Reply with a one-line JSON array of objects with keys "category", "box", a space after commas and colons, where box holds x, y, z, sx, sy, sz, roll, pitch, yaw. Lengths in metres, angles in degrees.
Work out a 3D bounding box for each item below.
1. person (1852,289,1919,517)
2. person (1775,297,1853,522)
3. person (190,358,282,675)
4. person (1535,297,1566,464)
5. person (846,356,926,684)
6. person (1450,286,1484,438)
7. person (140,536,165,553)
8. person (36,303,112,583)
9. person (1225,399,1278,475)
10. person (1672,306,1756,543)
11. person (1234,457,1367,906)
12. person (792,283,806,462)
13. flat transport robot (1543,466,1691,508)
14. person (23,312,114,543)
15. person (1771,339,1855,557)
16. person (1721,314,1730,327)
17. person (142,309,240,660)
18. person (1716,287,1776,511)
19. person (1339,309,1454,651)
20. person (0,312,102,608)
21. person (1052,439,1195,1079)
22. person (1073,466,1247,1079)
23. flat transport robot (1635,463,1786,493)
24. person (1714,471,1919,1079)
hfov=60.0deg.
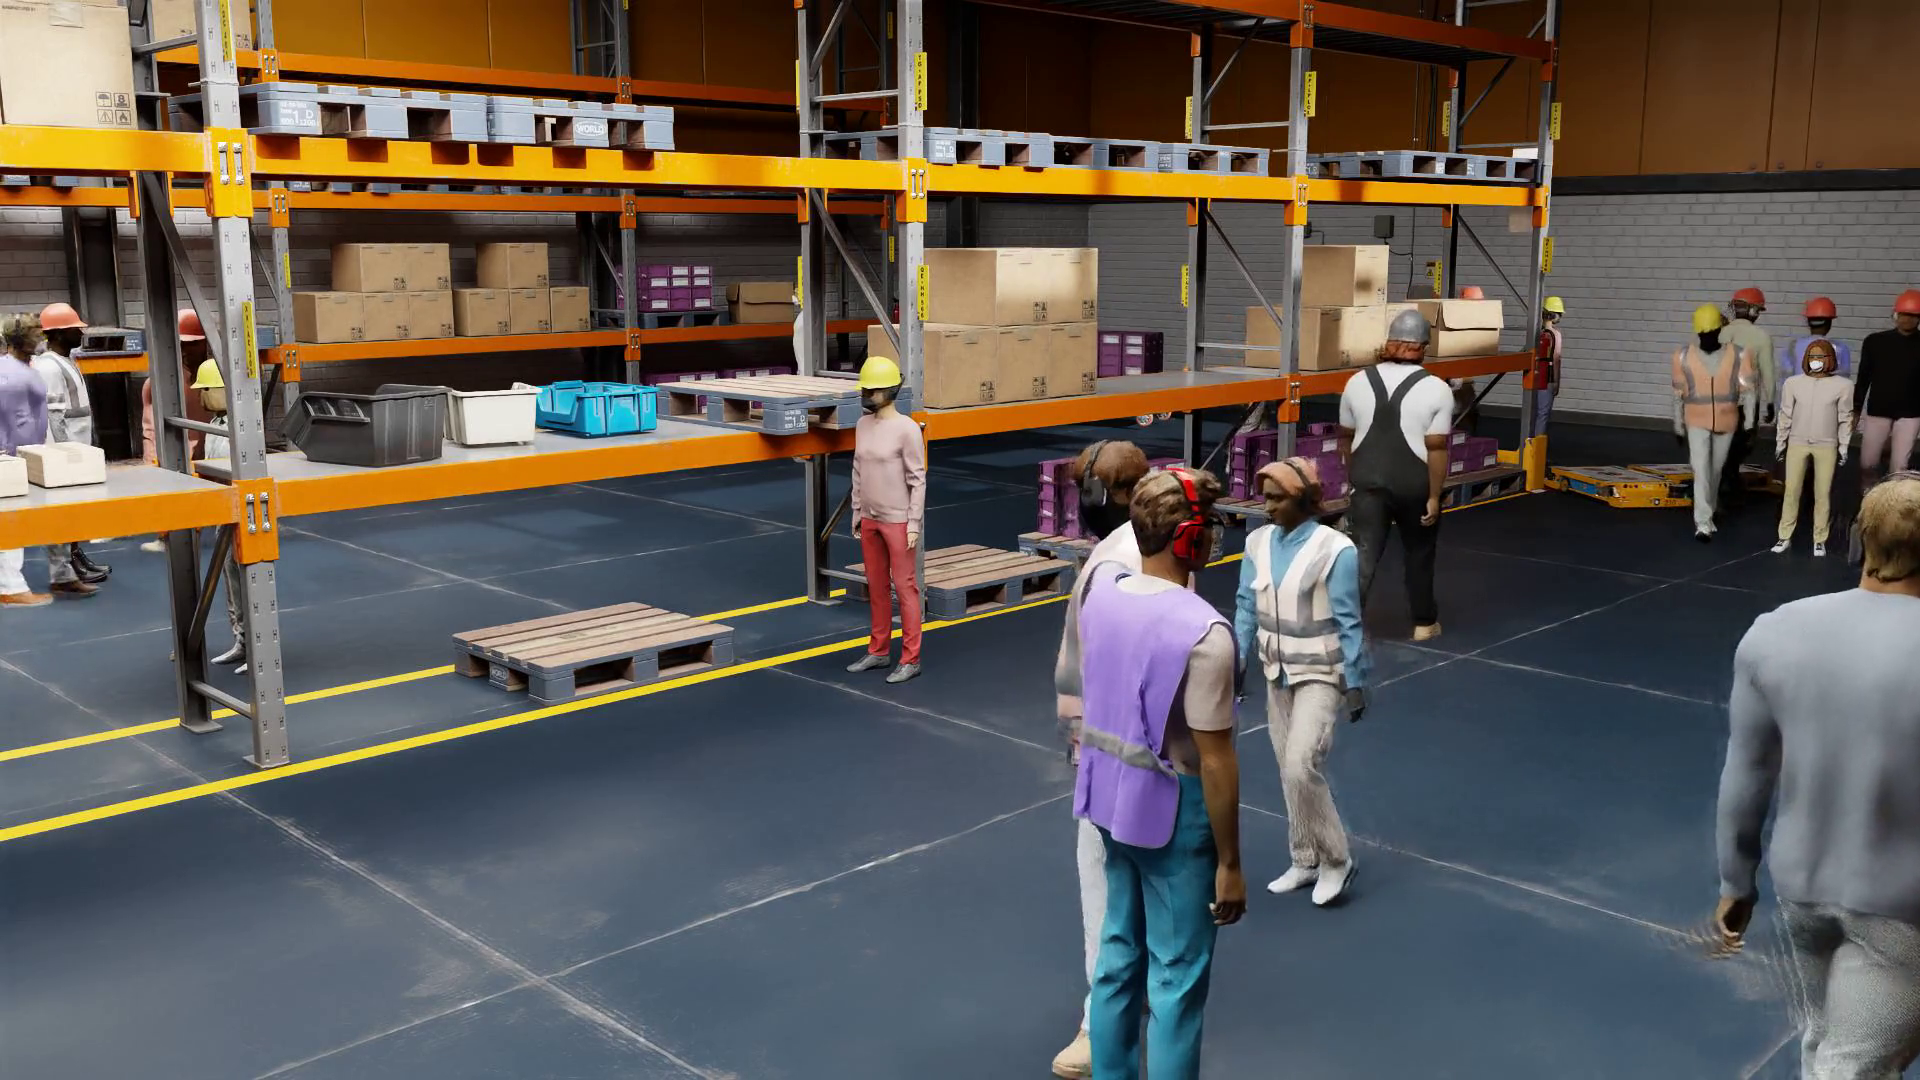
[{"category": "person", "box": [7.568, -1.034, 13.460, 0.628, 1.977, 0.570, 6, 12, 29]}, {"category": "person", "box": [7.181, -1.092, 14.036, 0.941, 1.908, 0.544, -6, 12, -30]}, {"category": "person", "box": [-4.001, -0.129, 9.167, 0.321, 1.740, 0.490, -10, 14, -43]}, {"category": "person", "box": [6.196, -1.688, 17.619, 0.332, 1.761, 0.525, -3, 11, -14]}, {"category": "person", "box": [-0.411, -0.108, 8.987, 0.322, 1.765, 0.533, -10, 14, -42]}, {"category": "person", "box": [5.034, -1.644, 17.016, 0.907, 1.906, 0.543, 4, 11, 19]}, {"category": "person", "box": [-5.889, -0.820, 12.712, 0.755, 1.826, 0.522, -5, 11, -24]}, {"category": "person", "box": [-6.180, -0.670, 11.566, 0.353, 1.942, 0.546, -3, 11, -18]}, {"category": "person", "box": [3.035, -1.429, 16.698, 0.835, 1.575, 0.537, -3, 11, -14]}, {"category": "person", "box": [5.951, -0.926, 13.207, 0.601, 1.850, 1.041, 3, 11, 16]}, {"category": "person", "box": [1.223, 0.507, 6.011, 0.388, 1.623, 0.527, -6, 12, -32]}, {"category": "person", "box": [-1.625, -1.798, 17.726, 0.372, 1.940, 0.630, -2, 11, -10]}, {"category": "flat transport robot", "box": [5.987, -0.501, 15.208, 0.652, 0.197, 1.431, -1, 11, -8]}, {"category": "person", "box": [-7.004, -0.841, 12.844, 0.953, 1.827, 0.535, -6, 12, -29]}, {"category": "person", "box": [6.416, -0.691, 12.523, 0.509, 1.632, 0.267, 7, 13, 35]}, {"category": "person", "box": [7.607, -1.453, 16.708, 0.531, 1.619, 0.373, -5, 12, -26]}, {"category": "person", "box": [-4.307, -0.312, 9.473, 0.614, 1.994, 0.381, -3, 11, -17]}, {"category": "person", "box": [6.798, -1.231, 14.593, 0.826, 1.965, 0.668, -6, 12, -29]}, {"category": "person", "box": [2.511, -0.370, 9.661, 0.689, 2.000, 0.998, 7, 13, 35]}, {"category": "person", "box": [-5.936, -0.509, 10.767, 0.746, 1.910, 0.654, -4, 11, -22]}, {"category": "person", "box": [0.502, 0.612, 4.960, 0.432, 1.811, 0.884, 4, 11, 20]}, {"category": "person", "box": [0.498, 0.732, 4.182, 0.389, 1.846, 0.567, -6, 12, -29]}, {"category": "flat transport robot", "box": [6.972, -0.577, 15.621, 1.431, 0.197, 0.652, -1, 11, -8]}, {"category": "person", "box": [2.104, 0.789, 3.738, 0.978, 1.895, 0.638, -6, 12, -31]}]
